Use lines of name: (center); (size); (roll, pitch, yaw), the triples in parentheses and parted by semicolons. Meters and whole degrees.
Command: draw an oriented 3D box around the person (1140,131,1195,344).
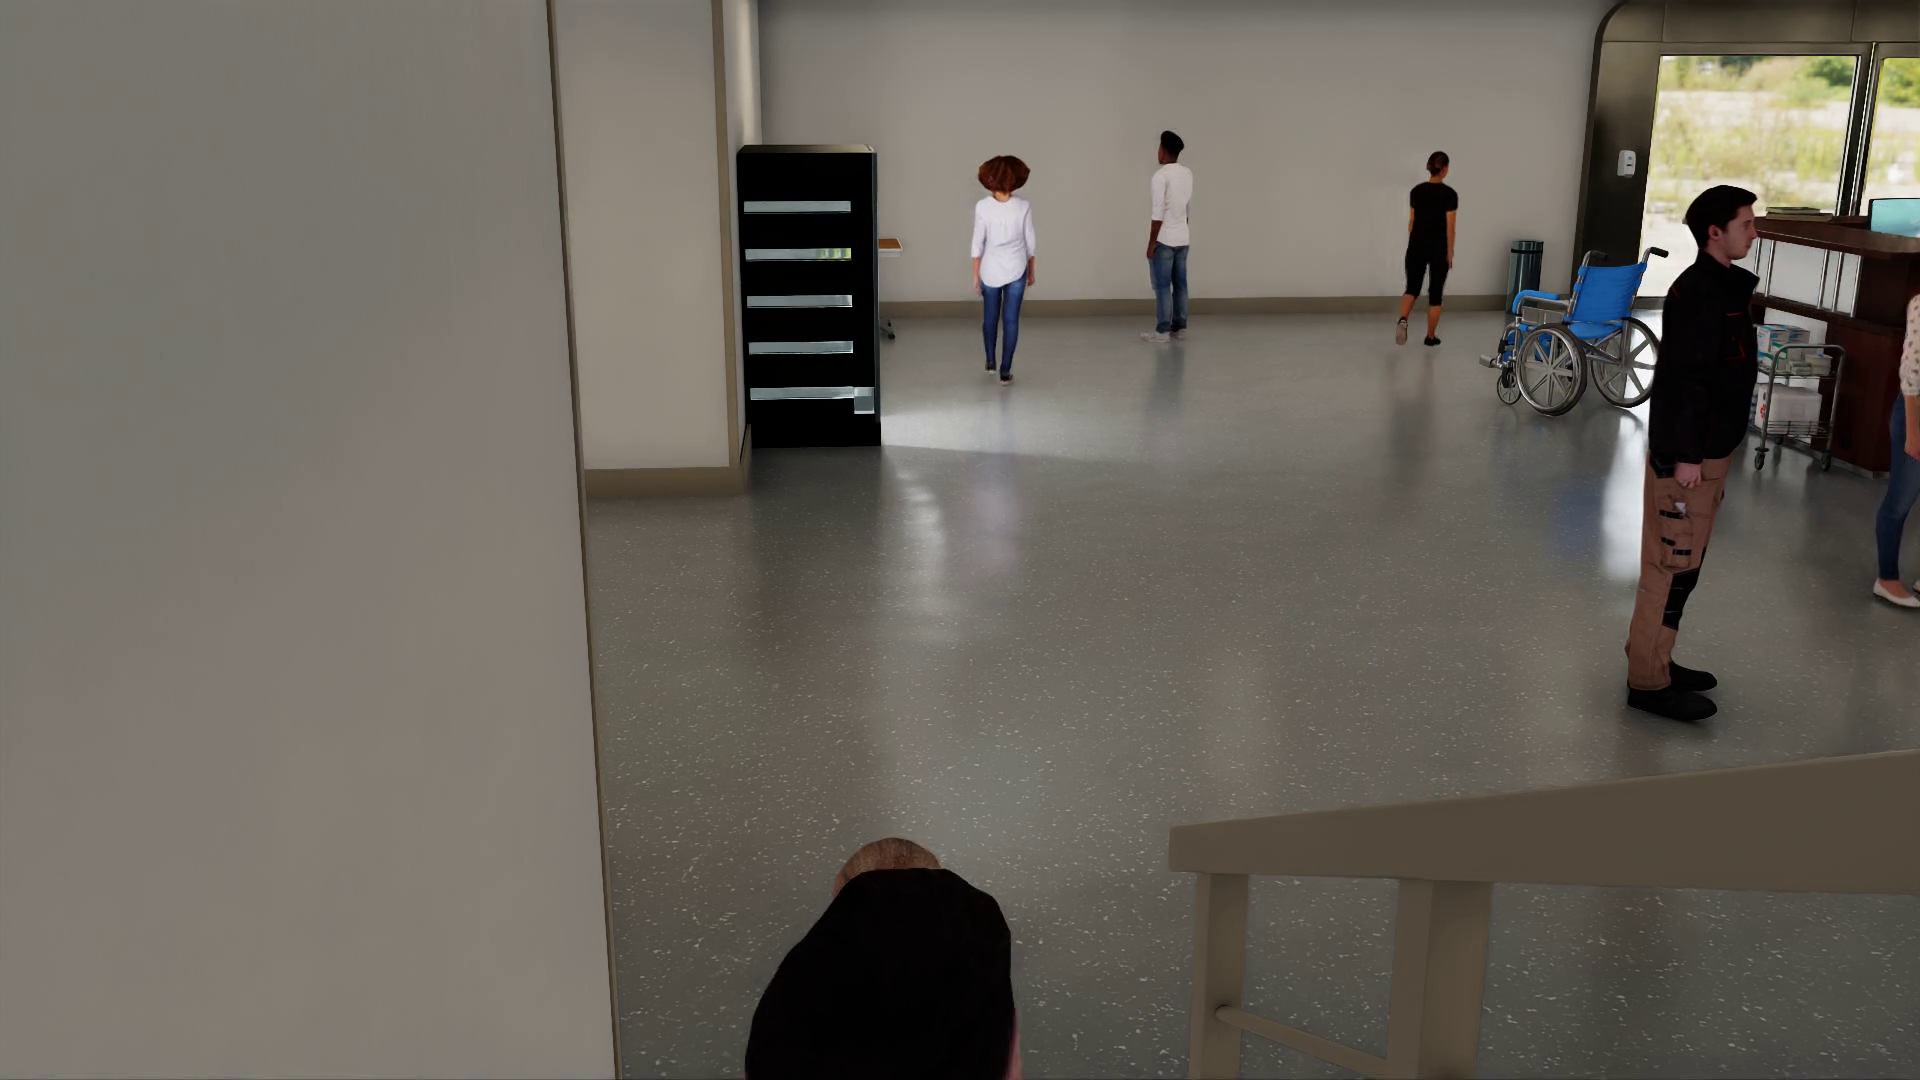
person: (1.840, -2.660, 14.581); (0.741, 1.816, 0.772); (-13, 20, -39)

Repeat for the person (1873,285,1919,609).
person: (4.194, -0.551, 7.285); (0.618, 1.715, 0.672); (-3, 16, -10)

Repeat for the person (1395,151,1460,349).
person: (3.936, -2.437, 14.081); (0.914, 1.657, 1.016); (10, 19, 33)

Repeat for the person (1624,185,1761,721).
person: (2.682, -0.326, 6.101); (0.855, 1.925, 0.731); (8, 17, 25)

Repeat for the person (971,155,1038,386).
person: (0.321, -2.011, 12.515); (0.745, 1.689, 0.875); (2, 16, 9)
